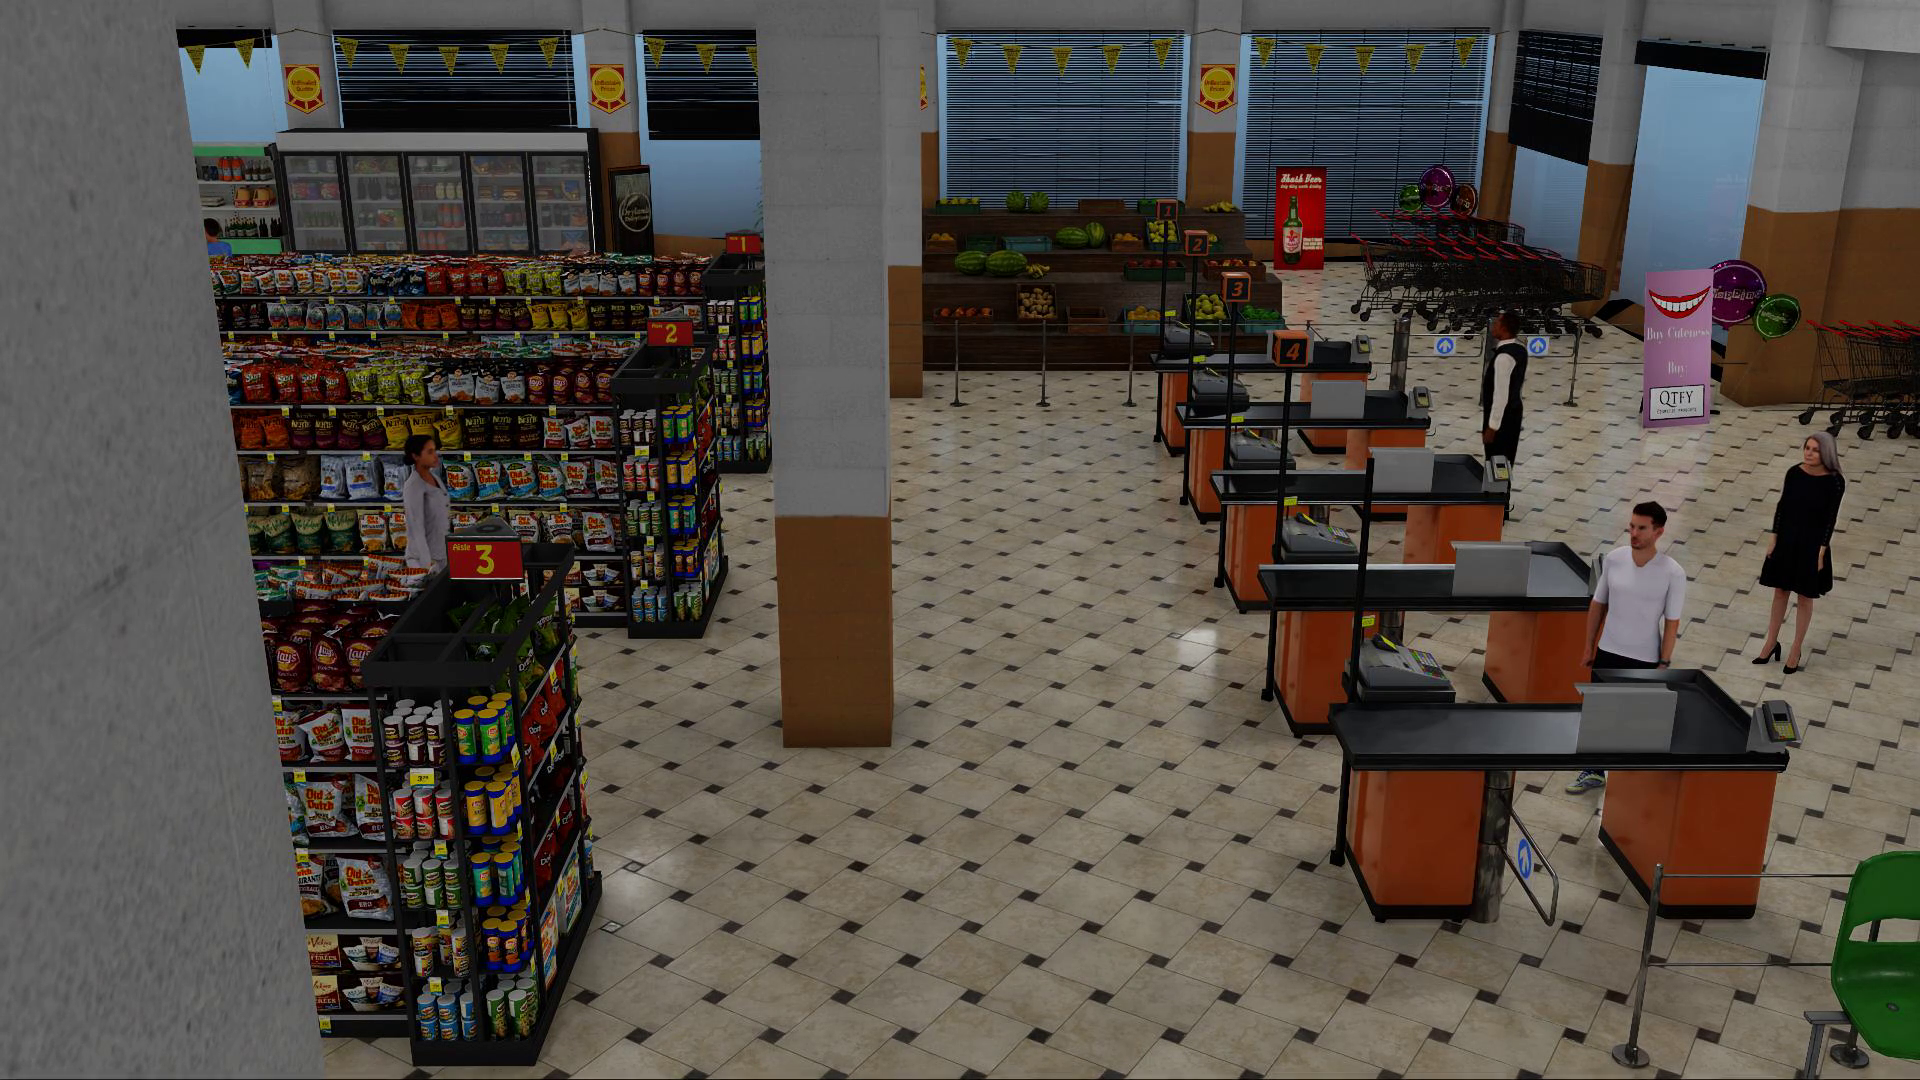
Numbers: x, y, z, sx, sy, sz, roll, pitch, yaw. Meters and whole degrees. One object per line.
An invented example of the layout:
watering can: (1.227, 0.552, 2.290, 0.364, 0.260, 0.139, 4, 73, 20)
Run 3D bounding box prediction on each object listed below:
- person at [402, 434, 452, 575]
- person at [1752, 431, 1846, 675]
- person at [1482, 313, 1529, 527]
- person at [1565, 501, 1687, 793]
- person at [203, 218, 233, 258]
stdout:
person: (-3.721, 0.099, 11.634, 0.551, 1.736, 0.637, 1, 19, 3)
person: (5.897, 0.078, 11.680, 0.737, 1.747, 0.697, -13, 23, -34)
person: (4.848, -1.081, 14.850, 0.802, 1.918, 0.784, 13, 22, 33)
person: (3.943, 0.659, 9.793, 0.802, 1.851, 0.743, -18, 25, -42)
person: (-9.321, -3.125, 20.996, 0.685, 1.863, 0.723, 6, 20, 18)
